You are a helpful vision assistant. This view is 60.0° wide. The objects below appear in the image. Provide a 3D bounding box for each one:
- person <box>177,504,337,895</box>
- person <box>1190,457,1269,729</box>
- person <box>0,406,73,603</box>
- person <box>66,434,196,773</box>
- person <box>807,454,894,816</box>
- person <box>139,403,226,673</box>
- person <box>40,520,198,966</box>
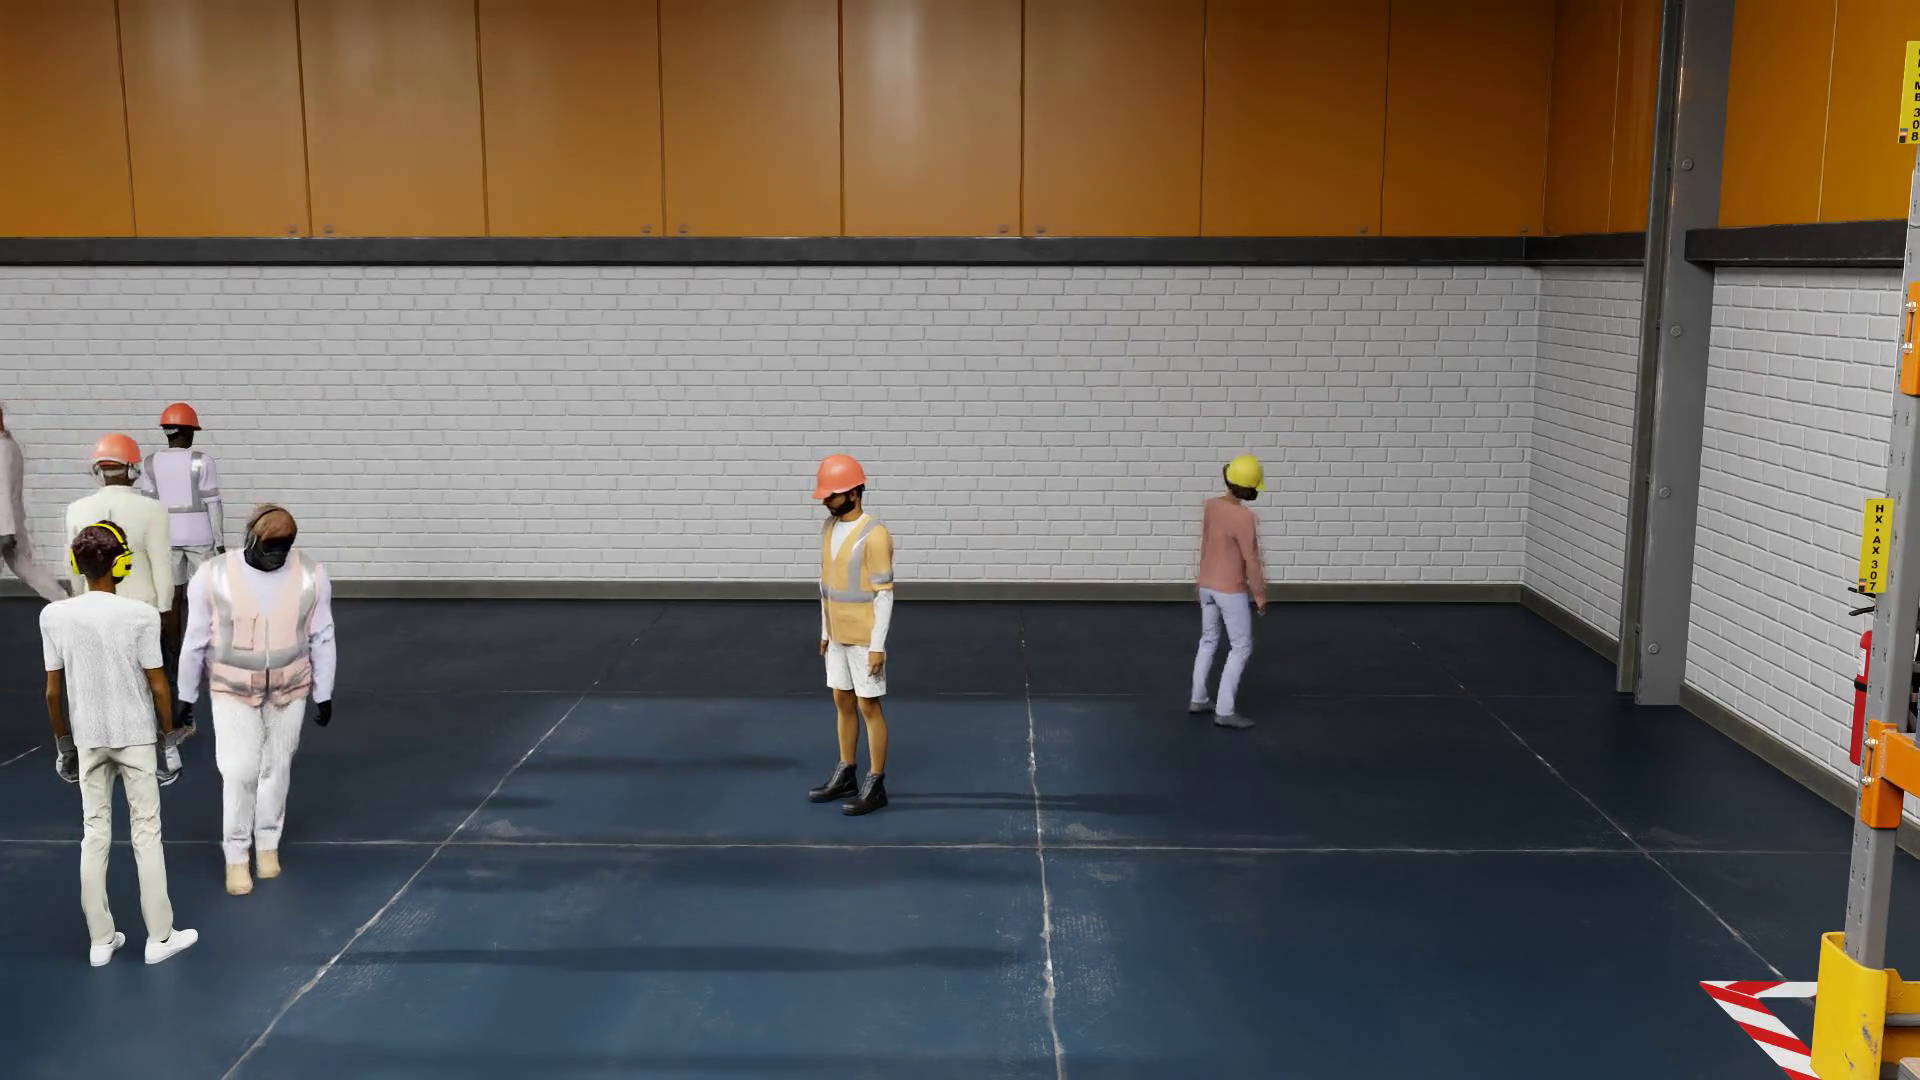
[{"bbox_3d":[-3.262,0.735,7.776,0.699,1.805,0.631,-6,11,-32],"label":"person"},{"bbox_3d":[1.686,0.322,10.488,0.323,1.720,0.577,-4,10,-22],"label":"person"},{"bbox_3d":[-7.401,-0.153,12.918,0.957,1.869,0.655,-4,10,-22],"label":"person"},{"bbox_3d":[-4.856,0.354,9.671,0.642,1.940,1.048,0,9,-2],"label":"person"},{"bbox_3d":[-0.588,0.500,8.825,0.391,1.925,0.547,-8,12,-39],"label":"person"},{"bbox_3d":[-5.511,-0.009,11.864,0.542,1.928,0.374,0,9,-3],"label":"person"},{"bbox_3d":[-3.504,0.846,6.917,0.514,1.872,0.328,-1,9,-3],"label":"person"}]
